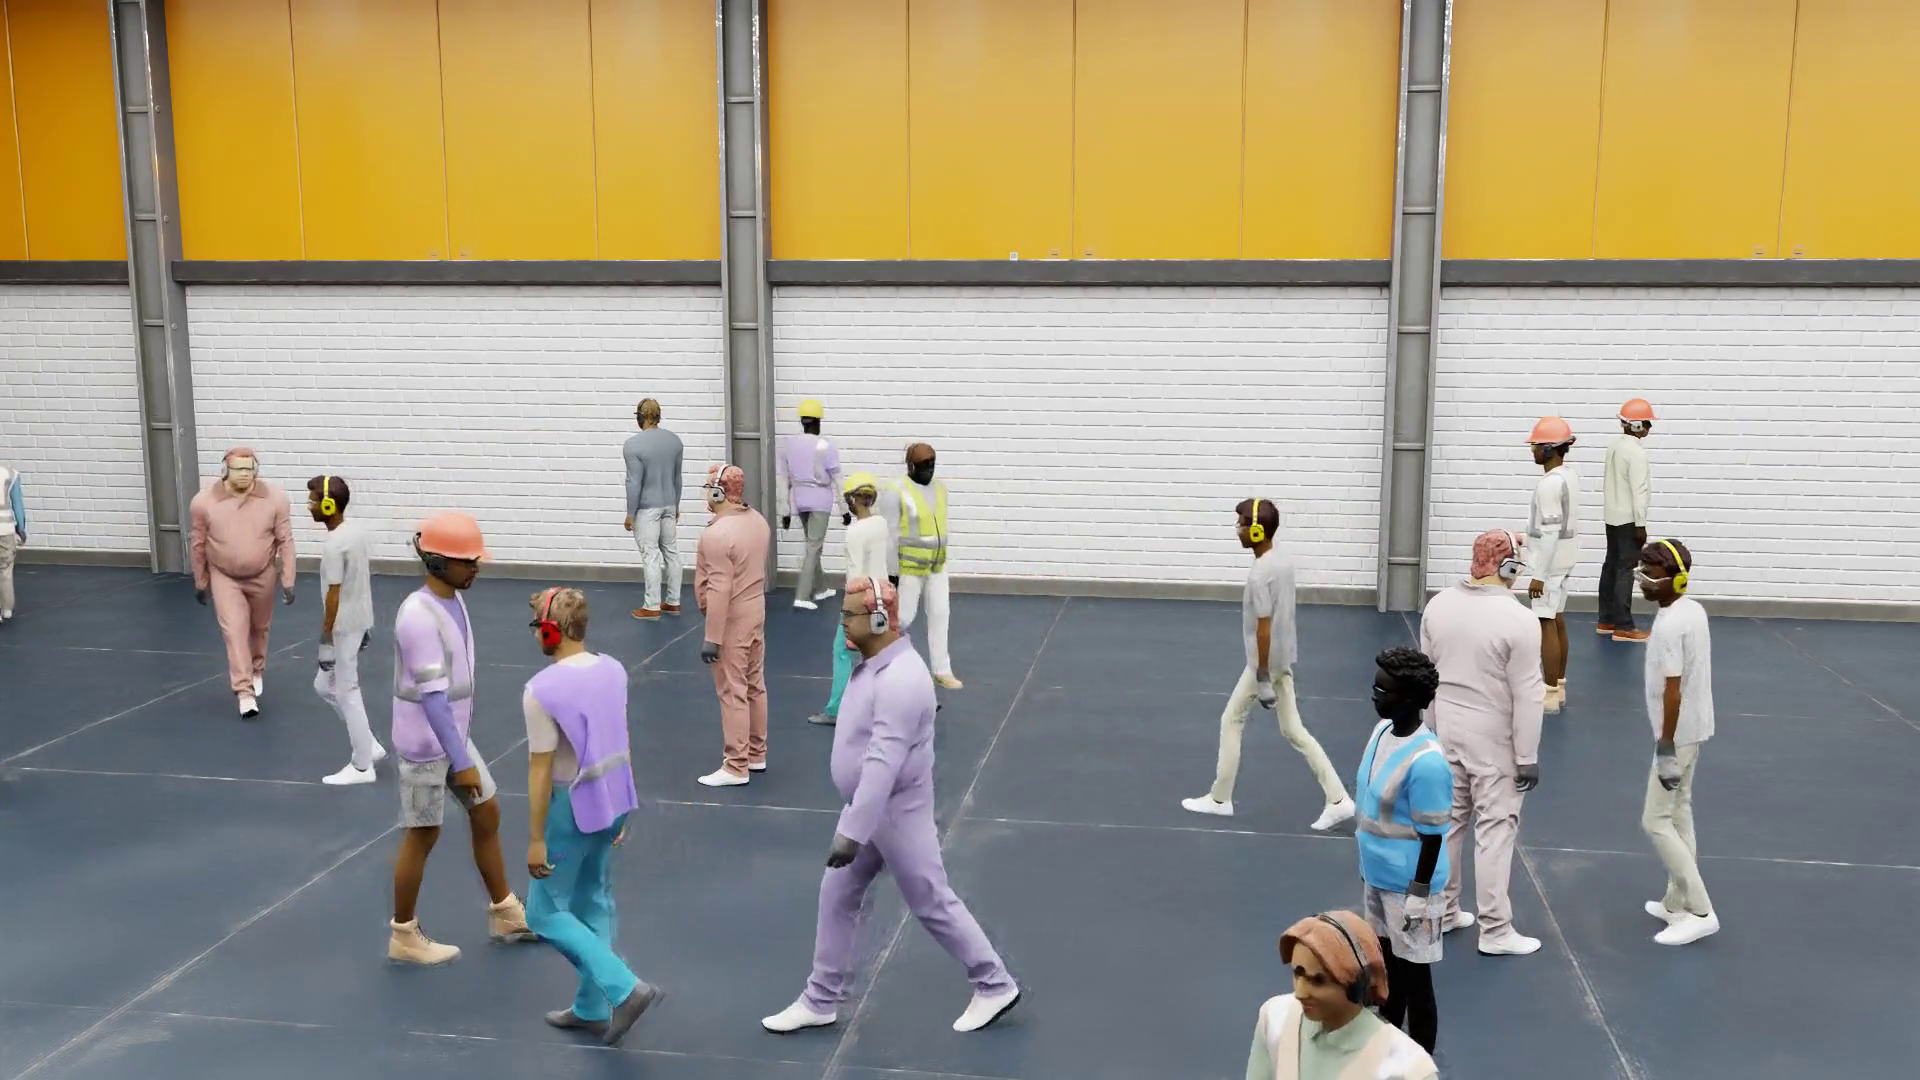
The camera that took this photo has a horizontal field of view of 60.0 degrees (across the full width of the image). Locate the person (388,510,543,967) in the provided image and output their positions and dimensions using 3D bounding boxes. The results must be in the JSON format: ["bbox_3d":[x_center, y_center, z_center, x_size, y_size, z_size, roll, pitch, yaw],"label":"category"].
[{"bbox_3d":[-2.162,0.869,7.233,0.712,2.016,0.627,0,9,2],"label":"person"}]

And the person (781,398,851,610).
[{"bbox_3d":[-1.322,-0.330,15.031,0.597,1.915,0.744,6,11,33],"label":"person"}]

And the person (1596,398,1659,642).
[{"bbox_3d":[5.490,-0.168,13.673,0.381,1.994,0.619,0,9,-3],"label":"person"}]

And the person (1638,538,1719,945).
[{"bbox_3d":[3.279,0.903,7.570,0.424,1.843,0.711,7,12,37],"label":"person"}]

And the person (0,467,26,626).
[{"bbox_3d":[-8.291,-0.066,14.223,0.533,1.613,0.702,-7,12,-37],"label":"person"}]

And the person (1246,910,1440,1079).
[{"bbox_3d":[0.798,1.628,3.777,0.821,1.597,0.514,-6,11,-32],"label":"person"}]

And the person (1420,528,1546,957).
[{"bbox_3d":[2.352,0.891,7.441,0.399,1.901,0.642,-5,11,-29],"label":"person"}]

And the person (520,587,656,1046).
[{"bbox_3d":[-1.440,1.086,6.457,0.477,1.822,0.570,4,10,21],"label":"person"}]

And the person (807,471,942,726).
[{"bbox_3d":[-0.550,0.402,11.016,0.841,1.715,0.520,4,10,26],"label":"person"}]

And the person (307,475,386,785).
[{"bbox_3d":[-3.646,0.537,9.756,0.397,1.855,0.561,-1,9,-9],"label":"person"}]

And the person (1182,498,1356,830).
[{"bbox_3d":[1.722,0.673,9.043,0.962,1.821,0.500,6,11,35],"label":"person"}]

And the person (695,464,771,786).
[{"bbox_3d":[-1.365,0.499,9.828,0.401,1.910,0.642,3,10,19],"label":"person"}]

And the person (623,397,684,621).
[{"bbox_3d":[-2.668,-0.268,14.461,0.377,1.940,0.629,7,12,37],"label":"person"}]

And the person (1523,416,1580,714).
[{"bbox_3d":[4.024,0.171,11.437,0.387,2.041,0.615,6,11,32],"label":"person"}]

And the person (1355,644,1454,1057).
[{"bbox_3d":[1.594,1.217,6.048,0.318,1.697,0.535,-1,9,-9],"label":"person"}]

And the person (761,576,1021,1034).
[{"bbox_3d":[-0.243,1.055,6.573,1.003,1.862,0.632,-3,10,-19],"label":"person"}]

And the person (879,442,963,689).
[{"bbox_3d":[-0.364,0.174,12.165,0.638,1.817,0.793,-9,13,-43],"label":"person"}]

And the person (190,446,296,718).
[{"bbox_3d":[-4.947,0.259,11.508,0.655,1.840,1.066,-5,11,-29],"label":"person"}]
